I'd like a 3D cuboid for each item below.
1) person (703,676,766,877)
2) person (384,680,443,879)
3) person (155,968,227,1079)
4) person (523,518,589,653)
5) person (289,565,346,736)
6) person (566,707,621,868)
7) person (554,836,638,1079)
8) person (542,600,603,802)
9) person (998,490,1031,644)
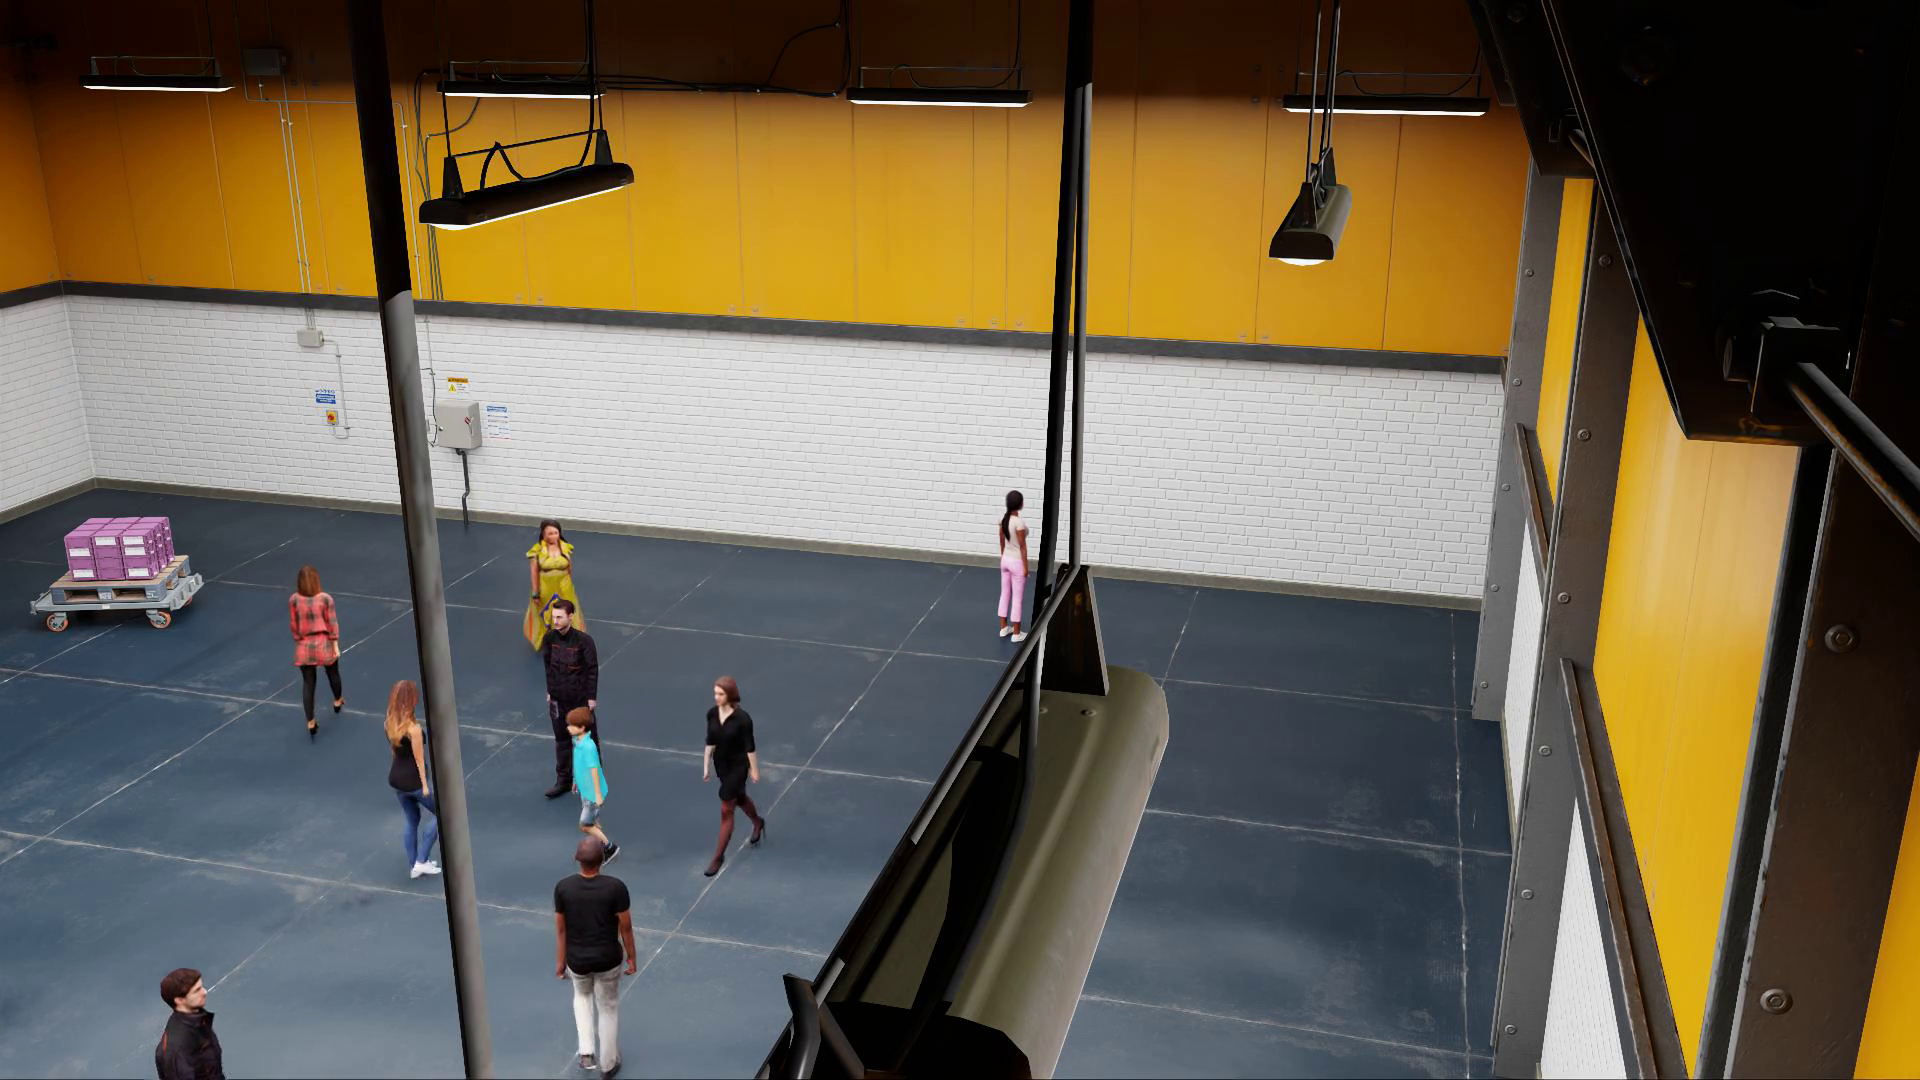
[{"bbox_3d":[-1.861,1.916,13.956,0.805,1.648,1.154,11,21,29],"label":"person"},{"bbox_3d":[-4.557,2.009,13.600,0.682,1.700,0.697,13,23,35],"label":"person"},{"bbox_3d":[-4.449,3.304,9.552,0.980,1.830,0.920,-5,19,-13],"label":"person"},{"bbox_3d":[-4.457,0.552,18.057,1.225,1.617,1.272,-11,22,-30],"label":"person"},{"bbox_3d":[-6.355,1.106,16.342,0.890,1.661,1.175,-2,19,-5],"label":"person"},{"bbox_3d":[-3.017,2.051,13.886,0.728,1.437,0.670,-10,21,-26],"label":"person"},{"bbox_3d":[-2.436,2.831,11.014,0.757,1.792,0.751,-1,19,-2],"label":"person"},{"bbox_3d":[-3.507,1.431,14.985,0.693,1.912,0.583,6,20,17],"label":"person"},{"bbox_3d":[0.598,0.280,18.665,0.693,1.744,0.657,-14,23,-35],"label":"person"}]
